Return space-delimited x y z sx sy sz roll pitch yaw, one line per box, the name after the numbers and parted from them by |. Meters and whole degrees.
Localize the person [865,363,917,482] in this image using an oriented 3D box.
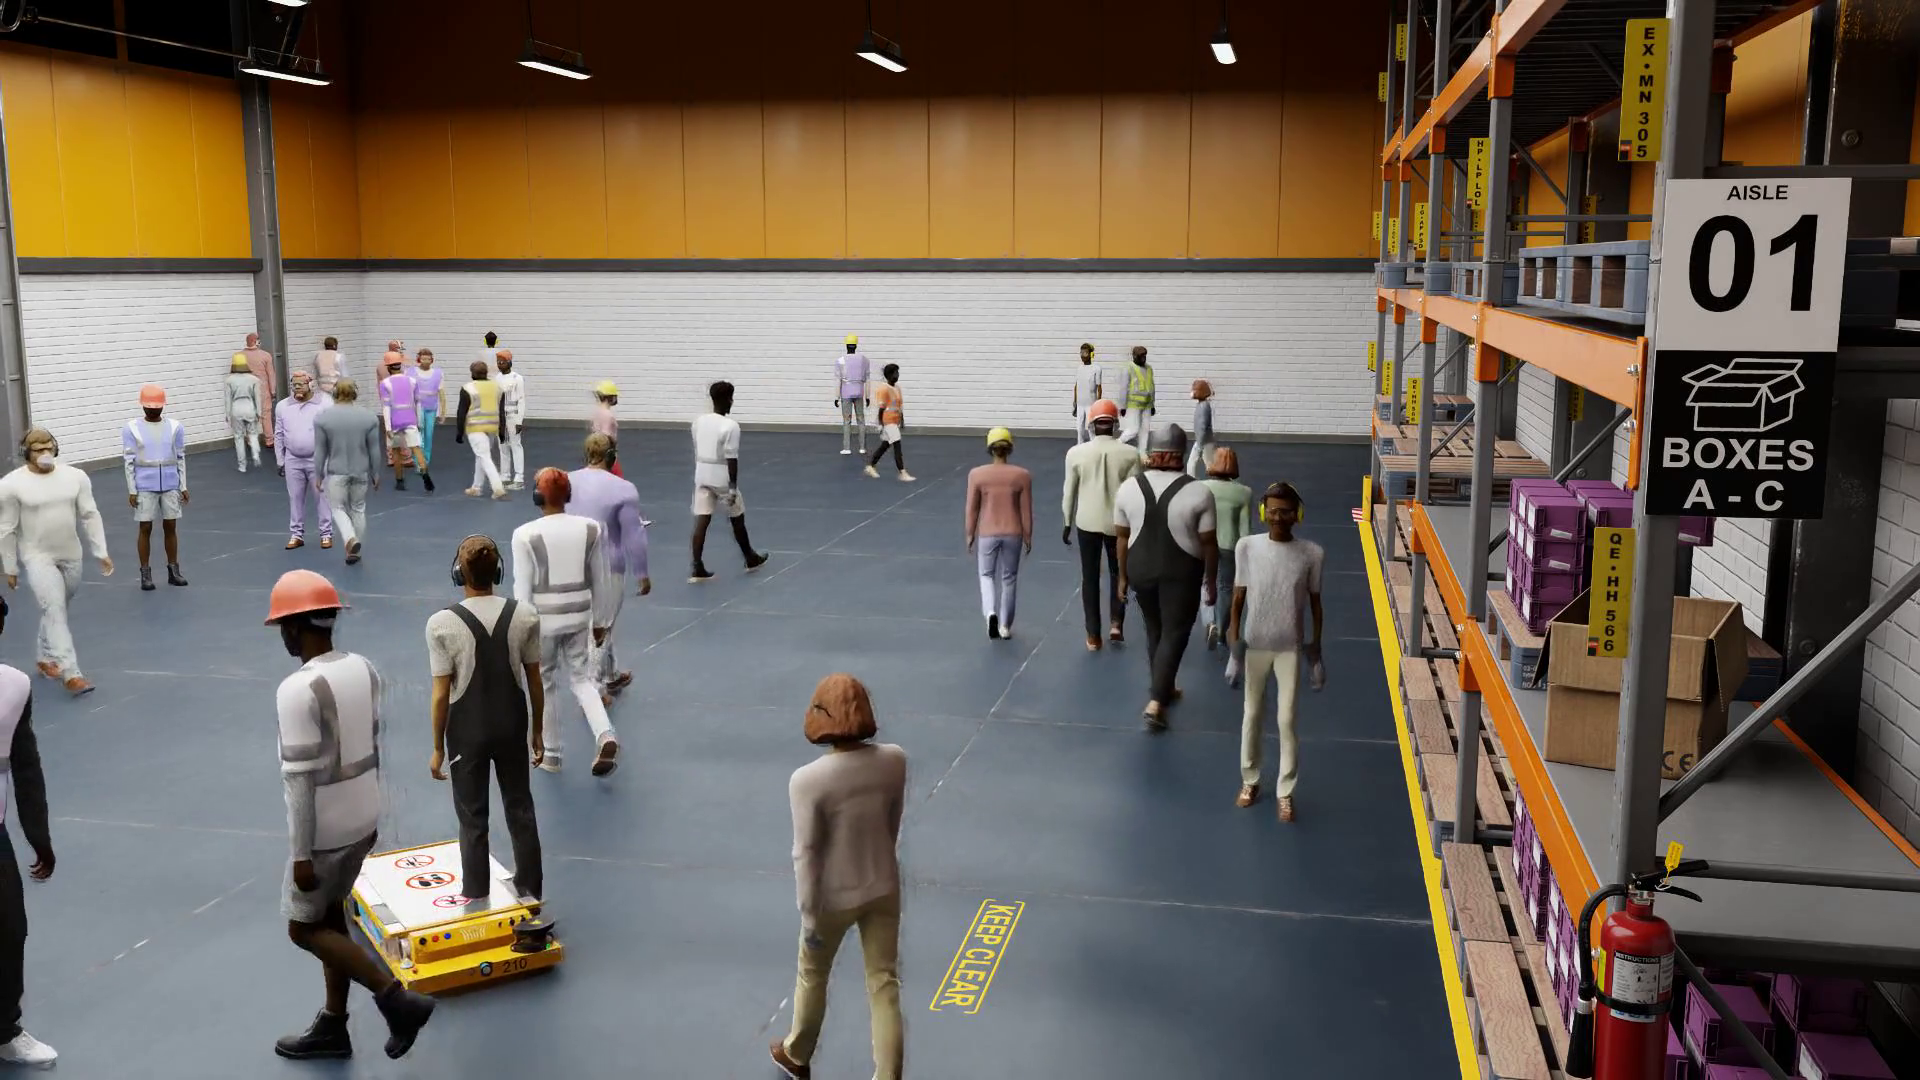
-1.011 -1.655 23.335 0.851 1.660 0.539 4 10 23 | person

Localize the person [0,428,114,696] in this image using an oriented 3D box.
-6.474 0.138 11.868 1.017 1.892 0.645 7 12 36 | person

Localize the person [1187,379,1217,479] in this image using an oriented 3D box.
3.125 -1.224 20.935 0.817 1.602 0.510 0 9 1 | person

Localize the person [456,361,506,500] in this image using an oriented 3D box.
-6.170 -1.418 21.512 0.954 1.802 0.631 7 12 37 | person

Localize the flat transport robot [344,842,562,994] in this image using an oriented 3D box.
-2.365 1.658 7.546 0.652 0.197 1.431 -6 11 -32 | flat transport robot

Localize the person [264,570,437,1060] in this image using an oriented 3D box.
-2.299 1.061 6.246 0.613 1.907 0.560 2 10 10 | person

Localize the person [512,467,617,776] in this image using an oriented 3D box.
-2.323 0.497 9.785 0.577 1.863 0.740 -7 12 -38 | person

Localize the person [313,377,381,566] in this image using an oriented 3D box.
-6.074 -0.661 16.557 0.640 1.918 0.619 -6 11 -32 | person

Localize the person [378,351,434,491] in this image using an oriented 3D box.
-7.362 -1.550 22.058 0.565 1.899 0.915 -7 11 -34 | person

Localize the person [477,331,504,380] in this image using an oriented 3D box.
-8.114 -2.687 28.913 0.513 1.872 0.328 -4 10 -22 | person

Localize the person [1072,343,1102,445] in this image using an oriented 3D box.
1.871 -1.996 24.745 0.507 1.874 0.329 8 12 40 | person

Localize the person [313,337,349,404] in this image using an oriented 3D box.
-10.673 -2.567 28.442 0.637 1.784 0.979 1 9 7 | person

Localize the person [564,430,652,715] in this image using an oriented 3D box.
-2.404 0.195 11.447 0.666 1.901 0.906 4 10 21 | person

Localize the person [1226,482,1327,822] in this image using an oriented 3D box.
1.746 0.598 9.163 0.537 1.876 0.375 3 10 16 | person

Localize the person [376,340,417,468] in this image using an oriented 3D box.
-8.375 -2.032 24.863 0.651 1.907 0.409 5 10 25 | person

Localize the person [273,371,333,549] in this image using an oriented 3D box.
-6.974 -0.849 17.735 0.651 1.907 0.409 -1 9 -7 | person

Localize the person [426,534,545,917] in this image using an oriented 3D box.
-2.111 0.890 7.442 0.516 1.843 0.327 -6 11 -32 | person

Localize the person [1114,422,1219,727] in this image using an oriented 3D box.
1.365 0.191 11.063 0.688 2.000 0.979 5 11 27 | person

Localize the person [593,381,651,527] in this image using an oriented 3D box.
-4.062 -0.953 18.952 0.942 1.712 0.529 -6 11 -34 | person

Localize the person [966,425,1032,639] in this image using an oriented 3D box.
0.318 -0.034 13.298 0.537 1.743 0.606 -1 9 -4 | person

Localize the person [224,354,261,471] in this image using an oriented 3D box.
-10.514 -1.863 24.390 0.491 1.731 0.393 -6 11 -33 | person

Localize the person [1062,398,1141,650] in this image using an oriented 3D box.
1.124 -0.125 13.156 0.632 1.973 0.490 0 9 3 | person

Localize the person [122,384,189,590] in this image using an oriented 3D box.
-7.507 -0.500 15.574 0.543 1.927 0.384 -8 12 -40 | person

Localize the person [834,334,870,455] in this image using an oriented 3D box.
-1.724 -2.318 26.523 0.594 1.924 0.382 -3 10 -19 | person

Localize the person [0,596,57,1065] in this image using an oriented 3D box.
-3.694 1.099 6.092 0.394 1.886 0.637 8 12 40 | person

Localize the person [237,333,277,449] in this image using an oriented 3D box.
-11.578 -2.449 27.396 0.639 1.901 0.406 -1 9 -4 | person

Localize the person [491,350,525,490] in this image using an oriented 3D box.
-6.096 -1.612 22.393 0.575 1.885 0.355 6 11 32 | person

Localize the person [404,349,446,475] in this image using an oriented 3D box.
-7.695 -1.836 23.961 0.590 1.803 0.838 -5 11 -28 | person

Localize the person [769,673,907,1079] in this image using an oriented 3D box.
-0.440 1.254 5.985 0.503 1.599 0.800 -6 11 -31 | person

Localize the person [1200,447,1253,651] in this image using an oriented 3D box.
2.033 0.072 13.066 0.512 1.611 0.661 0 9 3 | person

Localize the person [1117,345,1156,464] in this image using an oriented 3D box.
2.656 -2.046 25.228 0.644 1.823 0.581 -8 12 -39 | person

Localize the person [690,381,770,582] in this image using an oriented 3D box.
-2.287 -0.582 16.071 0.633 1.910 0.992 6 11 32 | person
